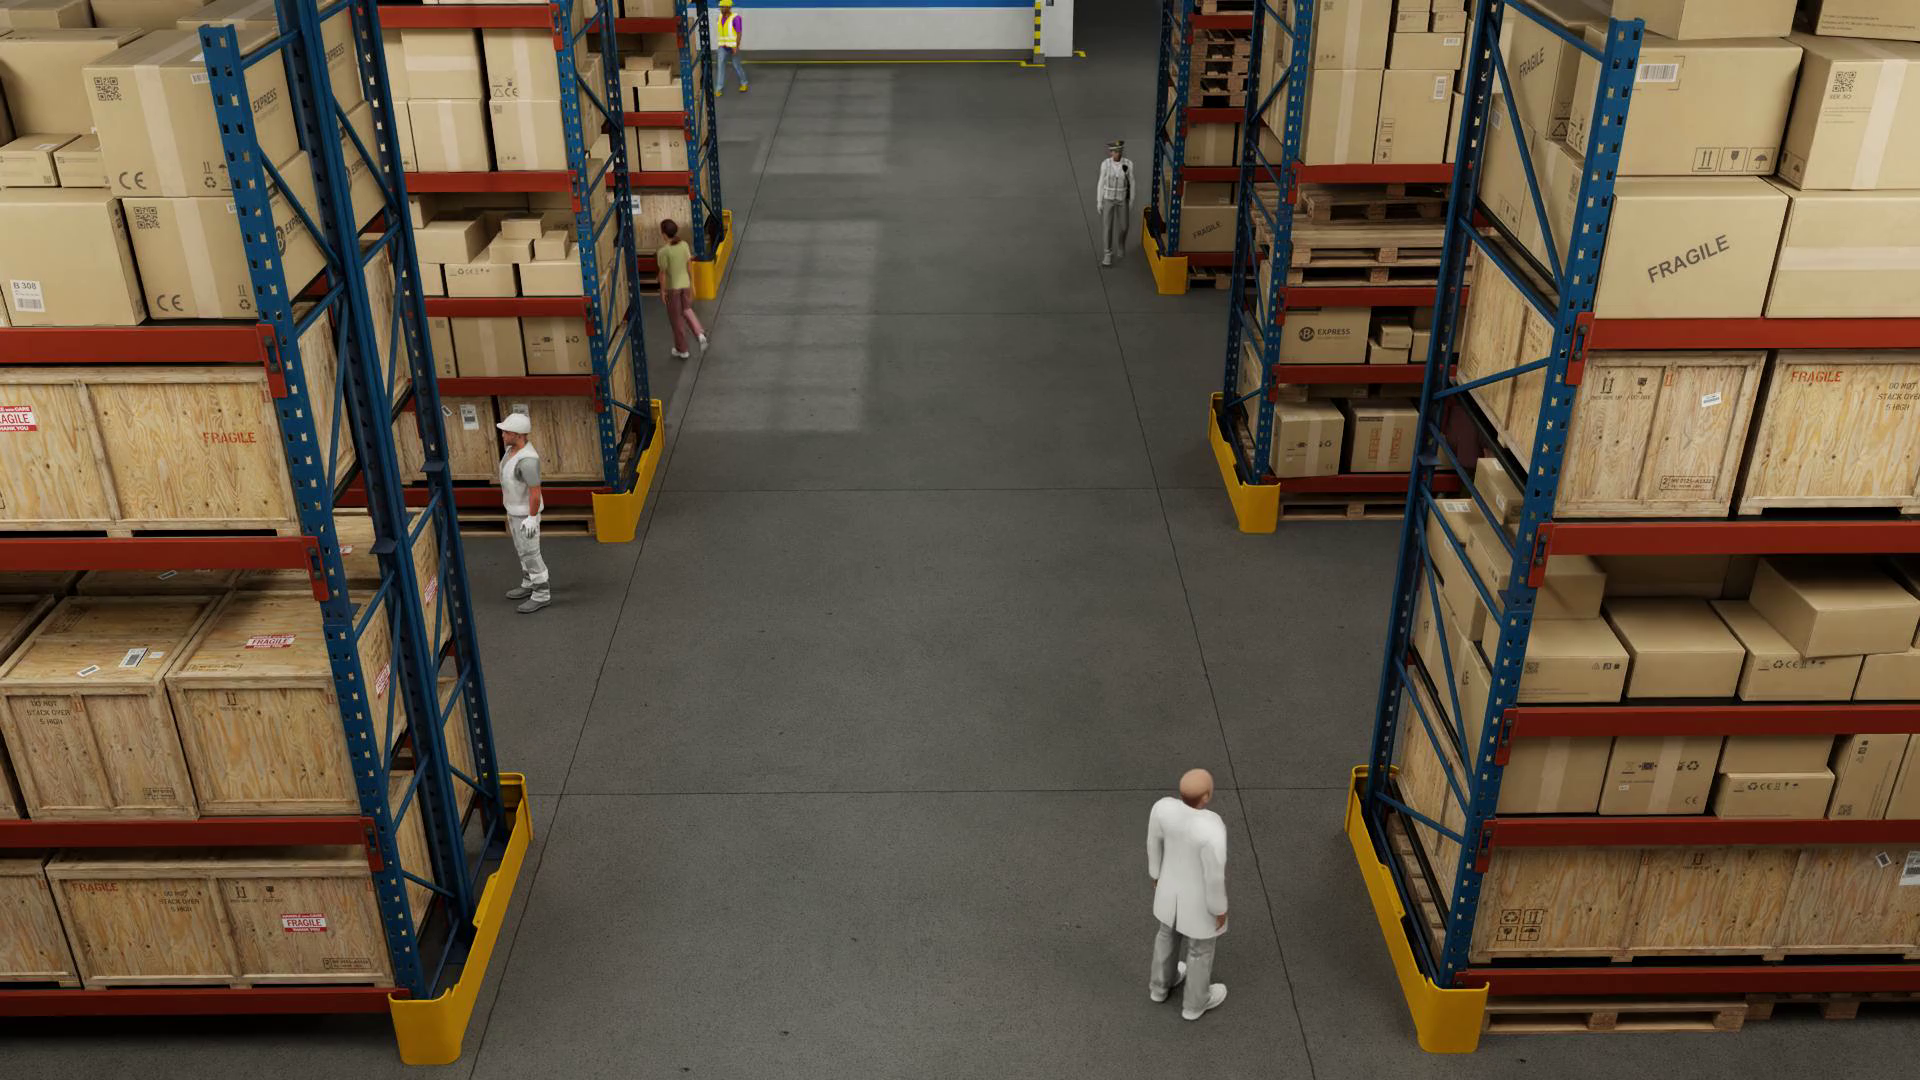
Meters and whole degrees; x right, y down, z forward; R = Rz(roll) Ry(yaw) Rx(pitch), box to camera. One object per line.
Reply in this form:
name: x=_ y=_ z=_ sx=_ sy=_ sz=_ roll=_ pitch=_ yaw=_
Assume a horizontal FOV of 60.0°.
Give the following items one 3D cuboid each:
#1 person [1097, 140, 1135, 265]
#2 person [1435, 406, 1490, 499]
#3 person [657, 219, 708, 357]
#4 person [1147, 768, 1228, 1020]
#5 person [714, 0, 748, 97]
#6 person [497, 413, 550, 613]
person: x=2.112 y=-4.597 z=22.523 sx=0.515 sy=1.673 sz=0.534 roll=2 pitch=28 yaw=3
person: x=4.826 y=-0.985 z=15.720 sx=0.499 sy=1.780 sz=0.565 roll=-25 pitch=37 yaw=-38
person: x=-3.271 y=-2.902 z=19.364 sx=0.481 sy=1.680 sz=0.535 roll=-23 pitch=36 yaw=-36
person: x=1.414 y=2.082 z=10.010 sx=0.569 sy=1.782 sz=0.416 roll=23 pitch=36 yaw=37
person: x=-4.338 y=-9.206 z=31.044 sx=0.573 sy=1.736 sz=0.922 roll=11 pitch=30 yaw=20
person: x=-3.793 y=-0.255 z=14.355 sx=0.398 sy=1.793 sz=0.536 roll=-15 pitch=32 yaw=-26
